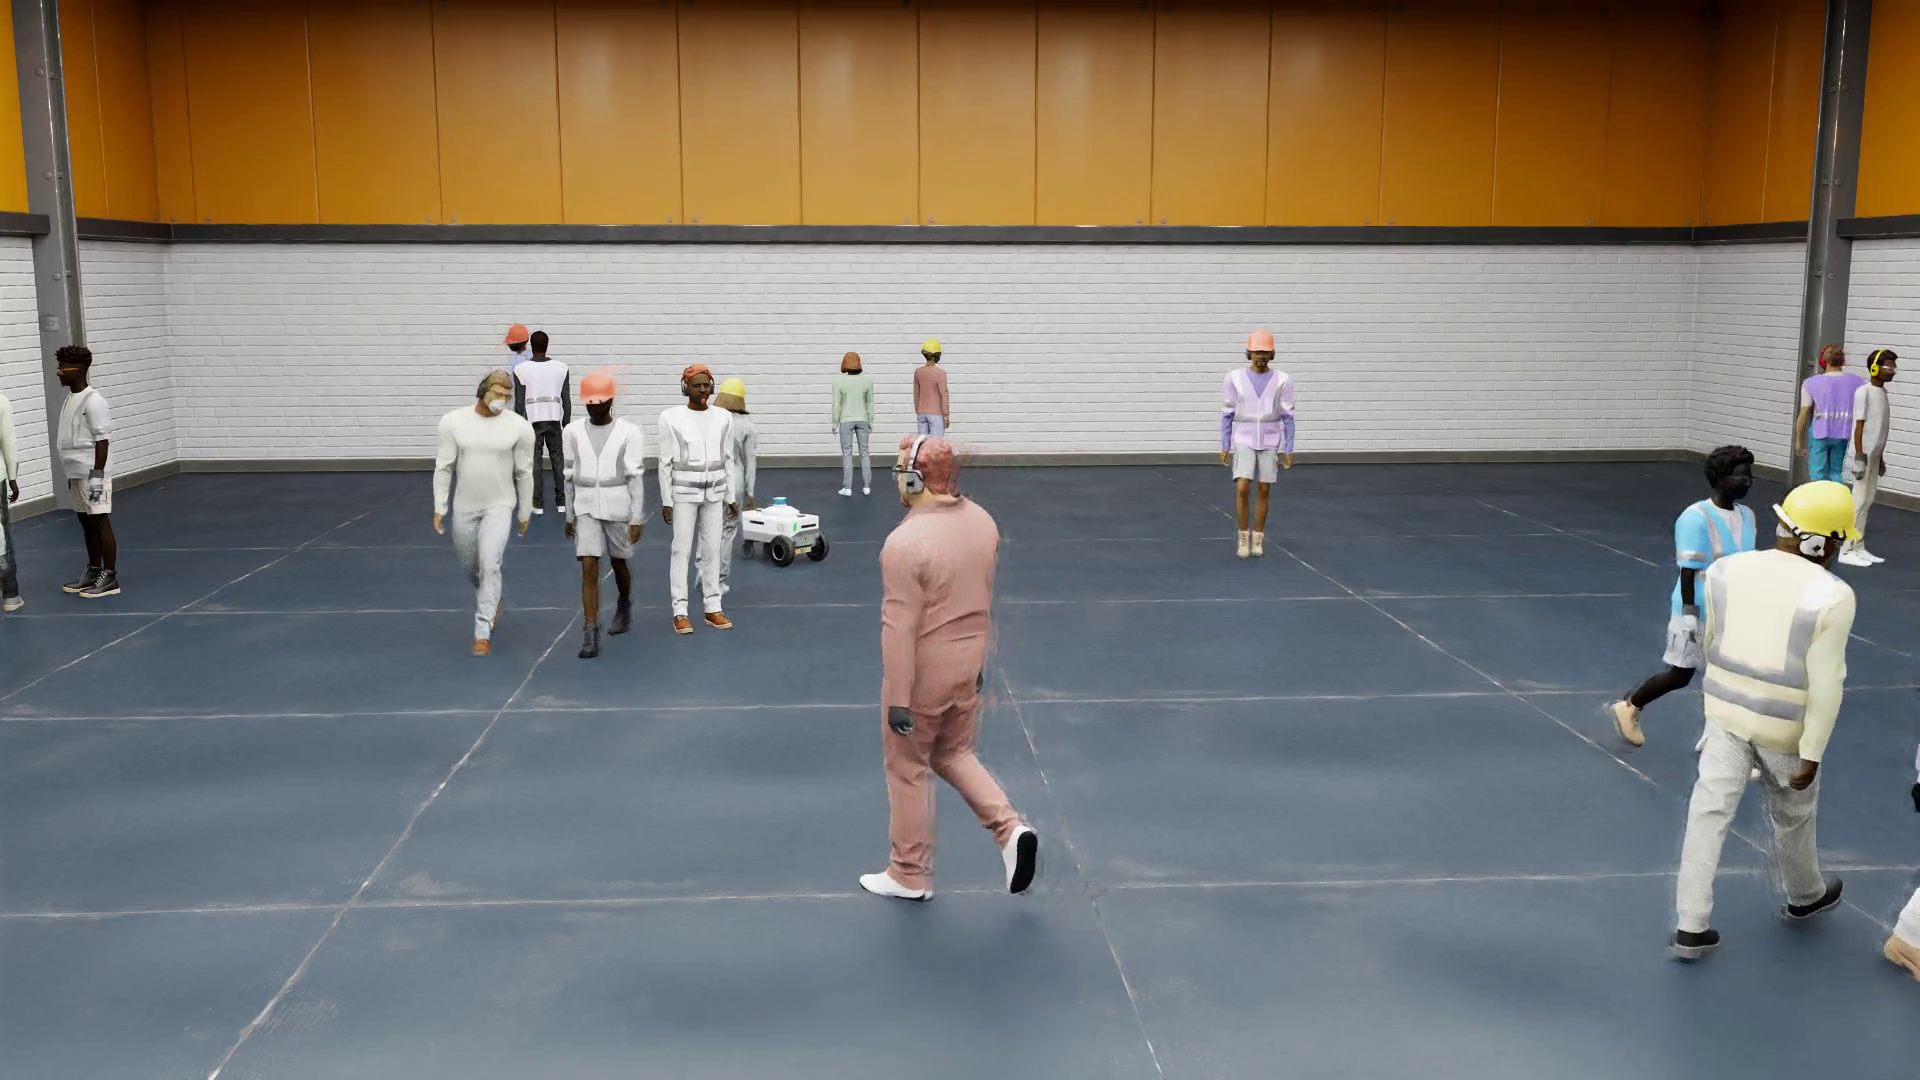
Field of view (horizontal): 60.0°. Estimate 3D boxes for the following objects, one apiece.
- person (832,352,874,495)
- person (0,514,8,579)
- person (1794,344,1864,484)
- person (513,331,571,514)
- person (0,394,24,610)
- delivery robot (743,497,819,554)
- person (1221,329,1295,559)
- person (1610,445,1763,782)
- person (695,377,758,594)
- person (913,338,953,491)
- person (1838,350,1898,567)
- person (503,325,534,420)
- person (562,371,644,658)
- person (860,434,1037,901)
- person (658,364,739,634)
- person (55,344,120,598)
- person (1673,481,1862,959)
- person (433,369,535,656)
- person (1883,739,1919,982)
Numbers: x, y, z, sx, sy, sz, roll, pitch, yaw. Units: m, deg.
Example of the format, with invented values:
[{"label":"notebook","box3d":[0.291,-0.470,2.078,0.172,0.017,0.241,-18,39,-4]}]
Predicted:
[{"label":"person","box3d":[-1.220,-1.320,18.916,0.501,1.633,0.283,-3,10,-21]},{"label":"person","box3d":[-5.944,0.141,9.767,0.552,1.616,0.599,-2,9,-13]},{"label":"person","box3d":[8.461,-0.987,16.215,0.591,1.827,0.451,1,9,7]},{"label":"person","box3d":[-4.376,-1.232,17.477,0.596,1.917,0.372,-5,10,-28]},{"label":"person","box3d":[-7.302,-0.442,12.309,0.609,1.984,0.399,-5,10,-29]},{"label":"delivery robot","box3d":[-1.568,-0.130,14.517,0.707,0.478,0.477,7,11,40]},{"label":"person","box3d":[2.619,-0.824,14.572,0.632,2.023,0.689,1,9,6]},{"label":"person","box3d":[3.710,0.333,8.407,0.535,1.673,0.733,-4,10,-26]},{"label":"person","box3d":[-1.831,-0.401,12.925,0.523,1.713,0.511,1,9,4]},{"label":"person","box3d":[-0.319,-1.444,19.279,0.525,1.772,0.309,8,12,42]},{"label":"person","box3d":[7.861,-0.710,14.366,0.533,1.864,0.310,-8,12,-41]},{"label":"person","box3d":[-5.156,-1.590,19.768,0.399,1.905,0.634,0,9,2]},{"label":"person","box3d":[-2.392,-0.208,11.222,0.551,1.876,1.017,0,9,-2]},{"label":"person","box3d":[-0.063,0.525,6.534,0.672,1.888,0.656,7,12,38]},{"label":"person","box3d":[-1.833,-0.291,11.682,0.573,1.883,0.355,-6,11,-32]},{"label":"person","box3d":[-6.818,-0.539,12.970,0.603,1.967,0.366,9,12,43]},{"label":"person","box3d":[3.004,0.649,6.142,0.964,1.762,0.606,-7,11,-36]},{"label":"person","box3d":[-3.178,-0.221,11.224,0.657,1.896,0.901,-1,9,-5]},{"label":"person","box3d":[3.476,0.749,5.474,0.618,1.796,0.988,-4,10,-26]}]
